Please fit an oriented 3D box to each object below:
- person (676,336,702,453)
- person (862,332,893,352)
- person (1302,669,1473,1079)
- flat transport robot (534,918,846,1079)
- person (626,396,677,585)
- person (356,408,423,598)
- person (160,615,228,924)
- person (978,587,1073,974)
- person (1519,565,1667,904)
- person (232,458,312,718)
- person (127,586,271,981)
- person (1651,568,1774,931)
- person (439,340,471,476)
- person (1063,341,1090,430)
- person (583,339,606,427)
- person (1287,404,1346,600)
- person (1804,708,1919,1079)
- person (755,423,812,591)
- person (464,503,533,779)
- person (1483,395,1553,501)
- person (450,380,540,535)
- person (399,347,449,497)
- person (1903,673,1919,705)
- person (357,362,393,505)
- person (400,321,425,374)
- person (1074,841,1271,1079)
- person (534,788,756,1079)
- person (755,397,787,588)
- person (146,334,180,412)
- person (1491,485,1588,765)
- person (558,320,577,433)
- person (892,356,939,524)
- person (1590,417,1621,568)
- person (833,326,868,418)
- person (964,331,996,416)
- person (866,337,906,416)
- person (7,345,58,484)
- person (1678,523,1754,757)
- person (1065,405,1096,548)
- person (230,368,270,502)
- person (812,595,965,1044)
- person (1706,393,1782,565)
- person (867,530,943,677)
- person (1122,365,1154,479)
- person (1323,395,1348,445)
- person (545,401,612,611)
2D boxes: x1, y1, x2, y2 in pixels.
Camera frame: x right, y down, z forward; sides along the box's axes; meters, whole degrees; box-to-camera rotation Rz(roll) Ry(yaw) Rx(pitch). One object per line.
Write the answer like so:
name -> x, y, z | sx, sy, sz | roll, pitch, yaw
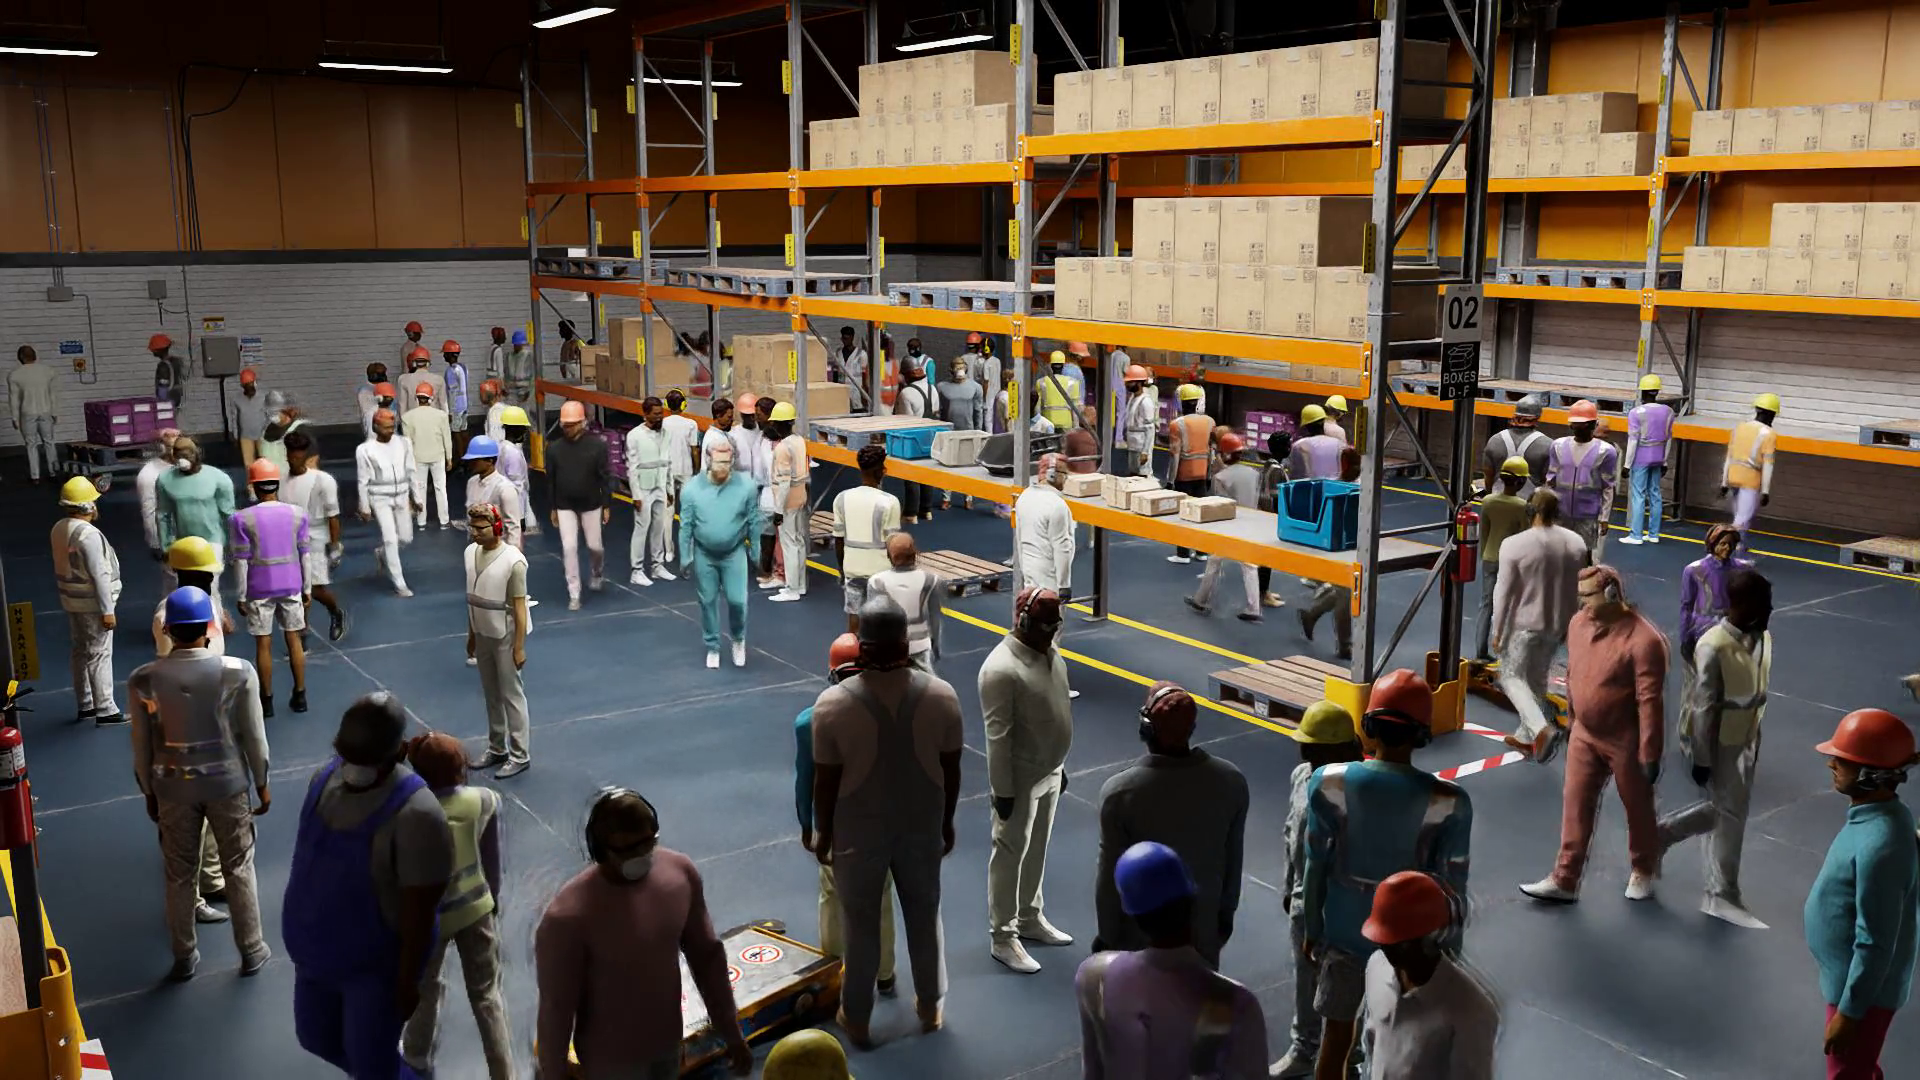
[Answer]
person -> -4.246, -2.243, 25.862 | 0.336, 1.838, 0.510 | 8, 14, 35
person -> -1.517, -3.186, 30.699 | 0.591, 1.829, 0.400 | -2, 11, -9
person -> 1.603, 1.484, 6.306 | 0.605, 2.031, 0.420 | 4, 12, 20
flat transport robot -> -1.164, 2.109, 7.603 | 0.652, 0.197, 1.431 | 9, 14, 38
person -> -3.124, -0.504, 16.786 | 0.403, 1.908, 0.588 | 8, 13, 34
person -> -5.626, -0.385, 16.282 | 0.708, 1.861, 0.631 | 11, 15, 43
person -> -3.994, 1.152, 8.732 | 0.353, 1.739, 0.574 | 0, 11, -2
person -> 0.359, 1.163, 8.261 | 0.407, 1.903, 0.639 | 6, 13, 30
person -> 3.456, 1.057, 8.920 | 0.905, 1.843, 0.742 | -6, 12, -27
person -> -5.095, 0.354, 12.353 | 0.548, 1.925, 0.392 | -9, 14, -37
person -> -3.666, 1.179, 8.083 | 0.611, 1.938, 0.411 | -3, 11, -13
person -> 4.000, 1.056, 8.823 | 0.589, 1.909, 0.740 | -9, 14, -38
person -> -7.219, -1.887, 23.775 | 0.354, 1.939, 0.544 | 0, 11, 3
person -> 1.662, -1.761, 22.936 | 0.550, 2.008, 0.629 | 4, 12, 19
person -> -6.036, -2.486, 27.488 | 0.537, 1.687, 0.321 | -8, 13, -34
person -> 3.495, -0.377, 16.204 | 0.588, 1.878, 0.885 | -4, 12, -19
person -> 3.187, 1.568, 5.940 | 0.378, 1.996, 0.611 | 6, 13, 29
person -> -1.740, -0.330, 16.472 | 0.552, 1.676, 0.404 | -1, 11, -3
person -> -3.060, 0.651, 11.051 | 0.561, 1.836, 0.394 | 9, 14, 37
person -> 5.316, -0.361, 15.702 | 0.689, 2.000, 0.538 | 9, 14, 38
person -> -5.369, -0.932, 19.161 | 1.026, 1.823, 0.592 | -3, 11, -13
person -> -7.043, -1.542, 21.895 | 0.618, 1.986, 0.408 | -3, 11, -16
person -> 7.373, 0.478, 12.345 | 0.517, 1.679, 0.544 | 2, 11, 8
person -> -7.455, -1.359, 21.350 | 0.429, 1.837, 0.630 | 1, 11, 7
person -> -8.915, -2.584, 27.225 | 0.412, 1.985, 0.613 | 1, 11, 5
person -> 0.626, 1.826, 4.857 | 0.652, 1.909, 0.432 | 7, 13, 31
person -> -1.028, 1.714, 5.490 | 0.988, 1.884, 0.634 | 6, 13, 30
person -> -1.864, -0.482, 16.668 | 0.403, 1.908, 0.598 | -3, 12, -16
person -> -11.562, -1.975, 24.033 | 0.537, 2.012, 0.637 | -3, 11, -14
person -> 3.891, 0.585, 11.186 | 0.644, 1.917, 0.740 | -2, 11, -11
person -> -6.615, -2.772, 28.268 | 0.373, 1.958, 0.599 | -7, 13, -31
person -> -0.593, -1.222, 20.105 | 0.536, 2.000, 0.676 | 7, 13, 33
person -> 6.644, -0.472, 17.380 | 0.515, 1.599, 0.572 | -2, 11, -11
person -> -1.754, -2.415, 26.403 | 0.617, 1.964, 0.361 | 5, 12, 25
person -> 0.349, -3.209, 30.813 | 0.627, 1.837, 0.429 | 6, 13, 28
person -> -1.097, -2.075, 24.830 | 0.646, 1.921, 0.739 | -7, 13, -32
person -> -12.805, -1.728, 22.997 | 0.398, 1.930, 0.627 | 9, 14, 40
person -> 5.167, 0.685, 11.402 | 0.519, 1.633, 0.311 | -1, 11, -3
person -> 1.387, -0.678, 18.426 | 0.504, 1.618, 0.651 | 3, 12, 16
person -> -9.268, -1.406, 21.863 | 0.571, 1.723, 0.795 | -3, 11, -14
person -> -0.344, 1.240, 7.505 | 0.688, 2.000, 0.536 | -3, 12, -16
person -> 8.137, -0.595, 17.317 | 0.813, 1.888, 0.631 | -4, 12, -20
person -> -0.365, 0.740, 11.168 | 0.519, 1.617, 0.742 | -1, 11, -5
person -> 2.105, -1.114, 19.816 | 0.379, 1.938, 0.547 | -3, 12, -16
person -> 4.063, -0.704, 18.179 | 0.325, 1.762, 0.524 | -5, 12, -22
person -> -3.620, -0.357, 15.842 | 0.610, 1.980, 0.703 | -1, 11, -5
